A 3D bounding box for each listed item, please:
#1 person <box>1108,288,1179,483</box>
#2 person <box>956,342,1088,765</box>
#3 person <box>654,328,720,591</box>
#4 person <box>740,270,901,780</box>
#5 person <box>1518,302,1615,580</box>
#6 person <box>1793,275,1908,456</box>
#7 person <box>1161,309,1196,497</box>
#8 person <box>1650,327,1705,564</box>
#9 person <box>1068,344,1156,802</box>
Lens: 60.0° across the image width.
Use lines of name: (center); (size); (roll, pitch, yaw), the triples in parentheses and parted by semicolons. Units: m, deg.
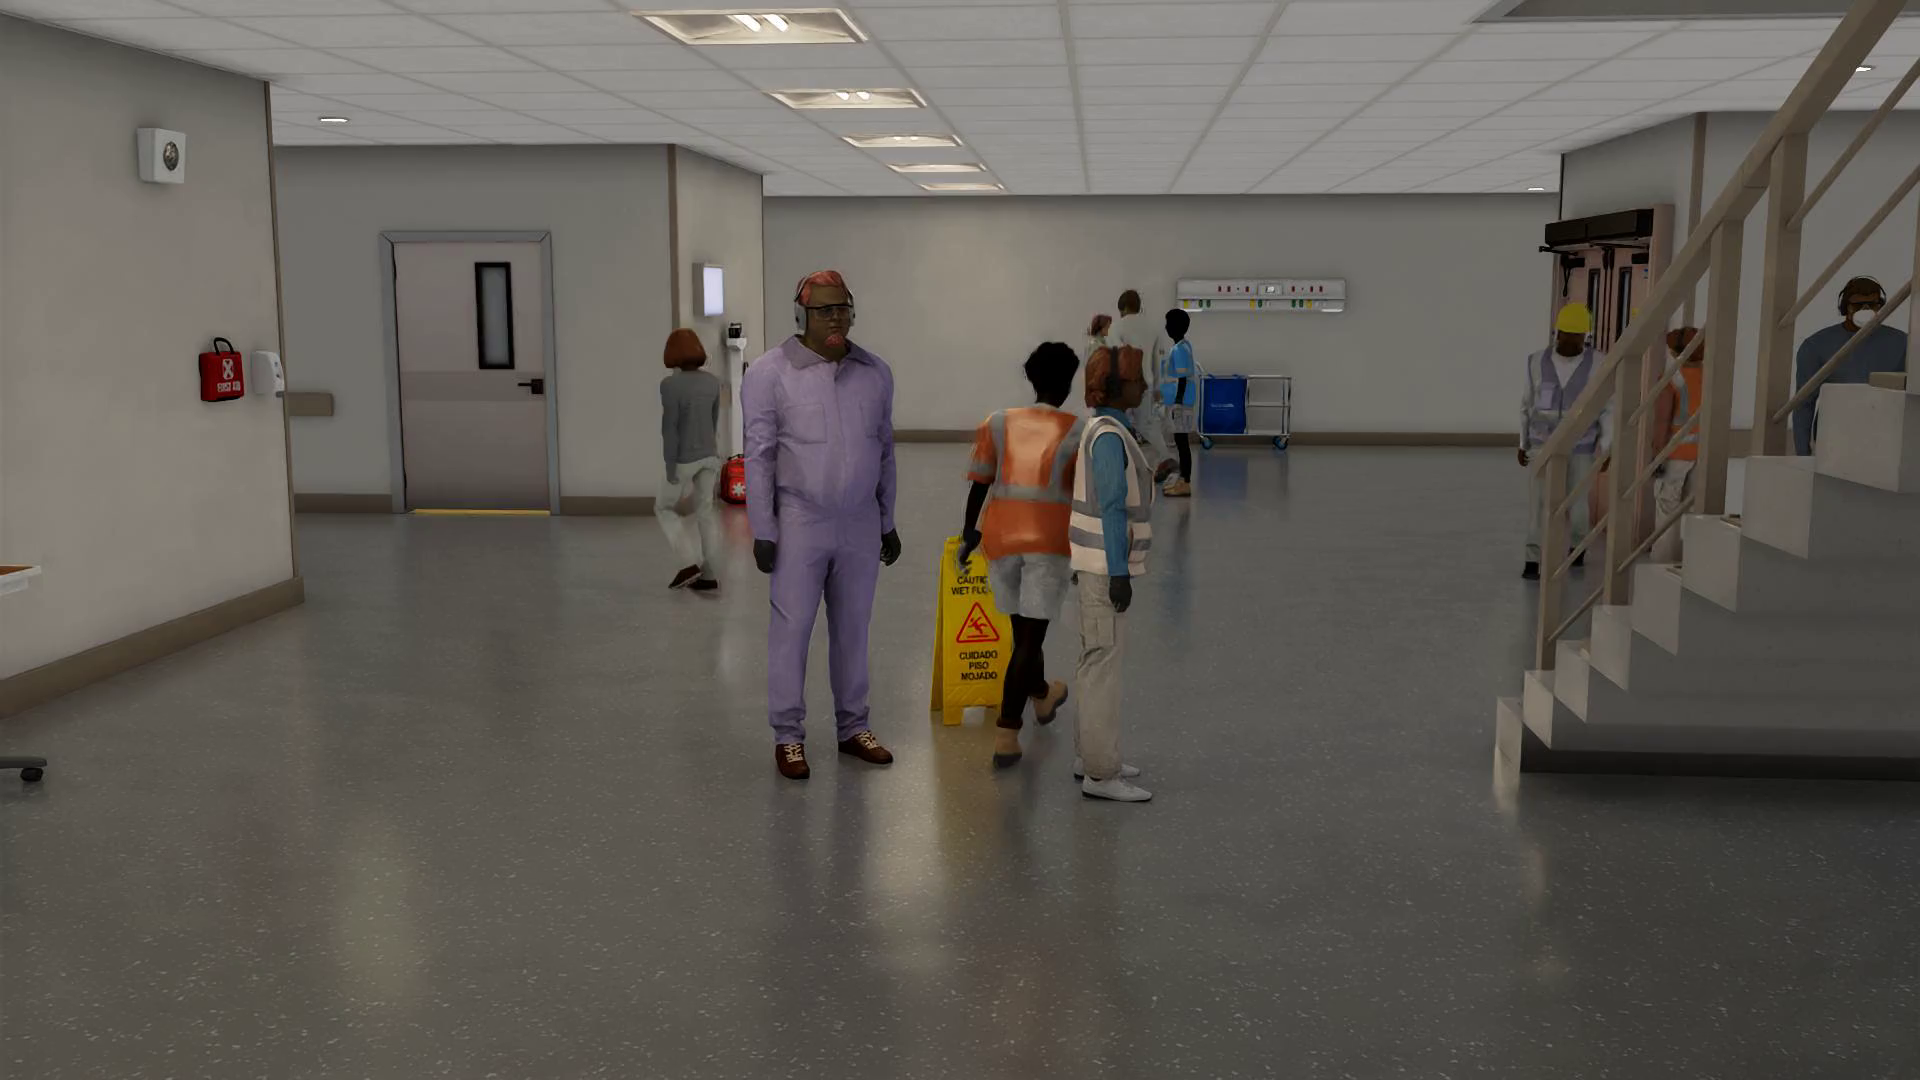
person: (1.735, -1.484, 16.087); (0.668, 1.898, 0.912); (-5, 10, -32)
person: (0.289, 0.028, 6.648); (0.585, 1.624, 0.903); (4, 9, 26)
person: (-1.642, -0.475, 10.157); (0.393, 1.613, 0.505); (7, 11, 38)
person: (-0.504, -0.062, 6.341); (0.641, 1.908, 0.407); (-5, 10, -32)
person: (3.956, -0.657, 10.856); (0.609, 1.780, 0.926); (4, 9, 27)
person: (5.086, -0.534, 9.494); (0.635, 1.928, 0.381); (1, 8, 9)
person: (1.974, -1.238, 15.029); (0.317, 1.698, 0.540); (1, 8, 8)
person: (4.569, -0.534, 10.497); (0.550, 1.622, 0.511); (-3, 9, -19)
person: (0.547, 0.113, 6.044); (0.311, 1.642, 0.514); (0, 8, 0)
